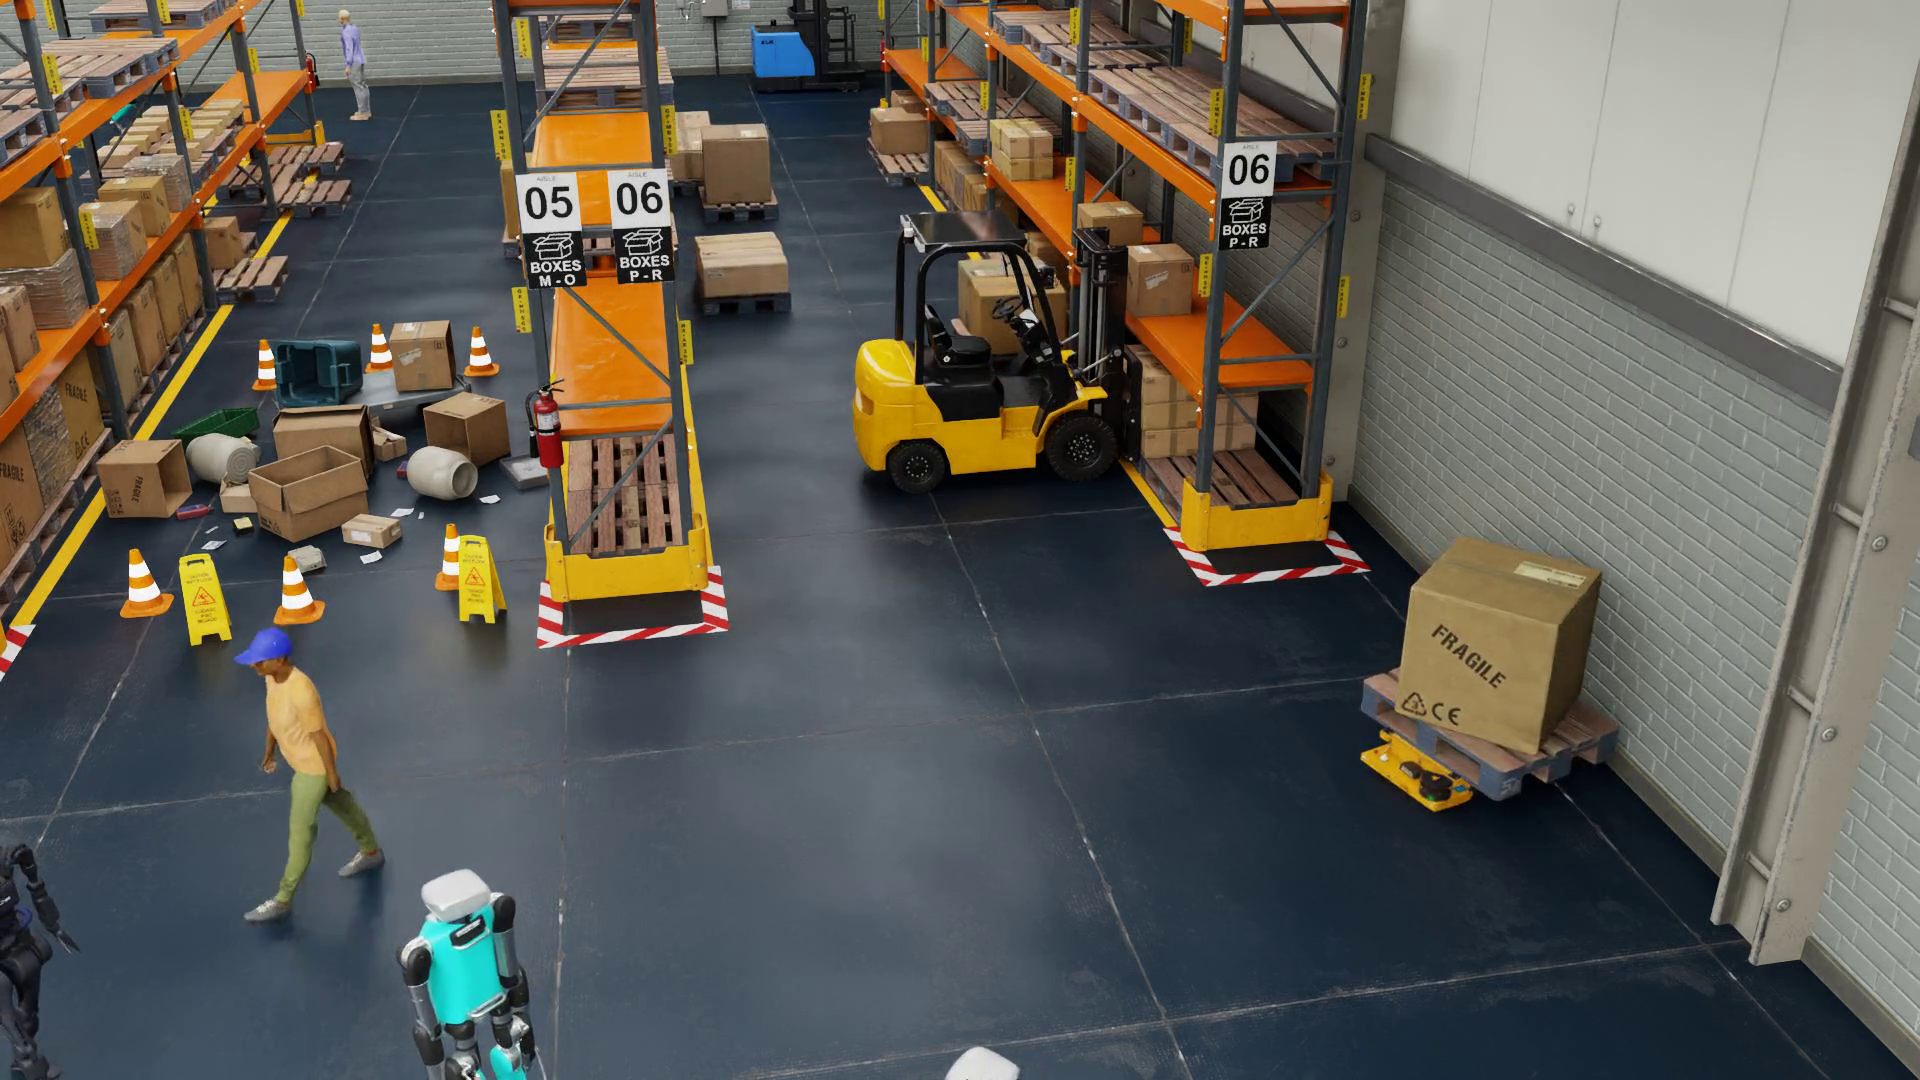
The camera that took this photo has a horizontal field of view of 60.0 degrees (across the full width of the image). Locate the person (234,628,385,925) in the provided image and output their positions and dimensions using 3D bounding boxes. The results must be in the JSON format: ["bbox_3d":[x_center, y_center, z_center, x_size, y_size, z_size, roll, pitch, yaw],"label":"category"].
[{"bbox_3d":[-3.591,1.228,8.949,0.884,1.671,0.465,-20,32,-36],"label":"person"}]

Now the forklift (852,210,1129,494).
[{"bbox_3d":[0.216,-1.659,14.366,2.313,2.155,1.214,-5,26,-10],"label":"forklift"}]

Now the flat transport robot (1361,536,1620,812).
[{"bbox_3d":[3.290,1.288,10.446,1.431,0.231,0.659,-14,29,-26],"label":"flat transport robot"}]

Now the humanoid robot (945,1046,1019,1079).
[{"bbox_3d":[0.243,2.634,5.966,0.669,1.812,0.532,10,27,19],"label":"humanoid robot"}]

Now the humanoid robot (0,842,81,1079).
[{"bbox_3d":[-4.308,1.905,7.556,0.661,1.630,0.612,11,28,21],"label":"humanoid robot"}]

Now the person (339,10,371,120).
[{"bbox_3d":[-10.197,-8.004,28.034,0.401,1.798,0.596,0,26,0],"label":"person"}]

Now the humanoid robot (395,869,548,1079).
[{"bbox_3d":[-1.816,2.251,6.816,0.757,1.846,0.548,17,31,32],"label":"humanoid robot"}]

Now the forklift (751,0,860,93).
[{"bbox_3d":[-2.872,-9.679,30.288,1.873,2.768,1.129,-5,26,-10],"label":"forklift"}]

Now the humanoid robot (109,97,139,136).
[{"bbox_3d":[-12.964,-6.825,25.655,0.809,1.785,0.599,-16,30,-29],"label":"humanoid robot"}]
